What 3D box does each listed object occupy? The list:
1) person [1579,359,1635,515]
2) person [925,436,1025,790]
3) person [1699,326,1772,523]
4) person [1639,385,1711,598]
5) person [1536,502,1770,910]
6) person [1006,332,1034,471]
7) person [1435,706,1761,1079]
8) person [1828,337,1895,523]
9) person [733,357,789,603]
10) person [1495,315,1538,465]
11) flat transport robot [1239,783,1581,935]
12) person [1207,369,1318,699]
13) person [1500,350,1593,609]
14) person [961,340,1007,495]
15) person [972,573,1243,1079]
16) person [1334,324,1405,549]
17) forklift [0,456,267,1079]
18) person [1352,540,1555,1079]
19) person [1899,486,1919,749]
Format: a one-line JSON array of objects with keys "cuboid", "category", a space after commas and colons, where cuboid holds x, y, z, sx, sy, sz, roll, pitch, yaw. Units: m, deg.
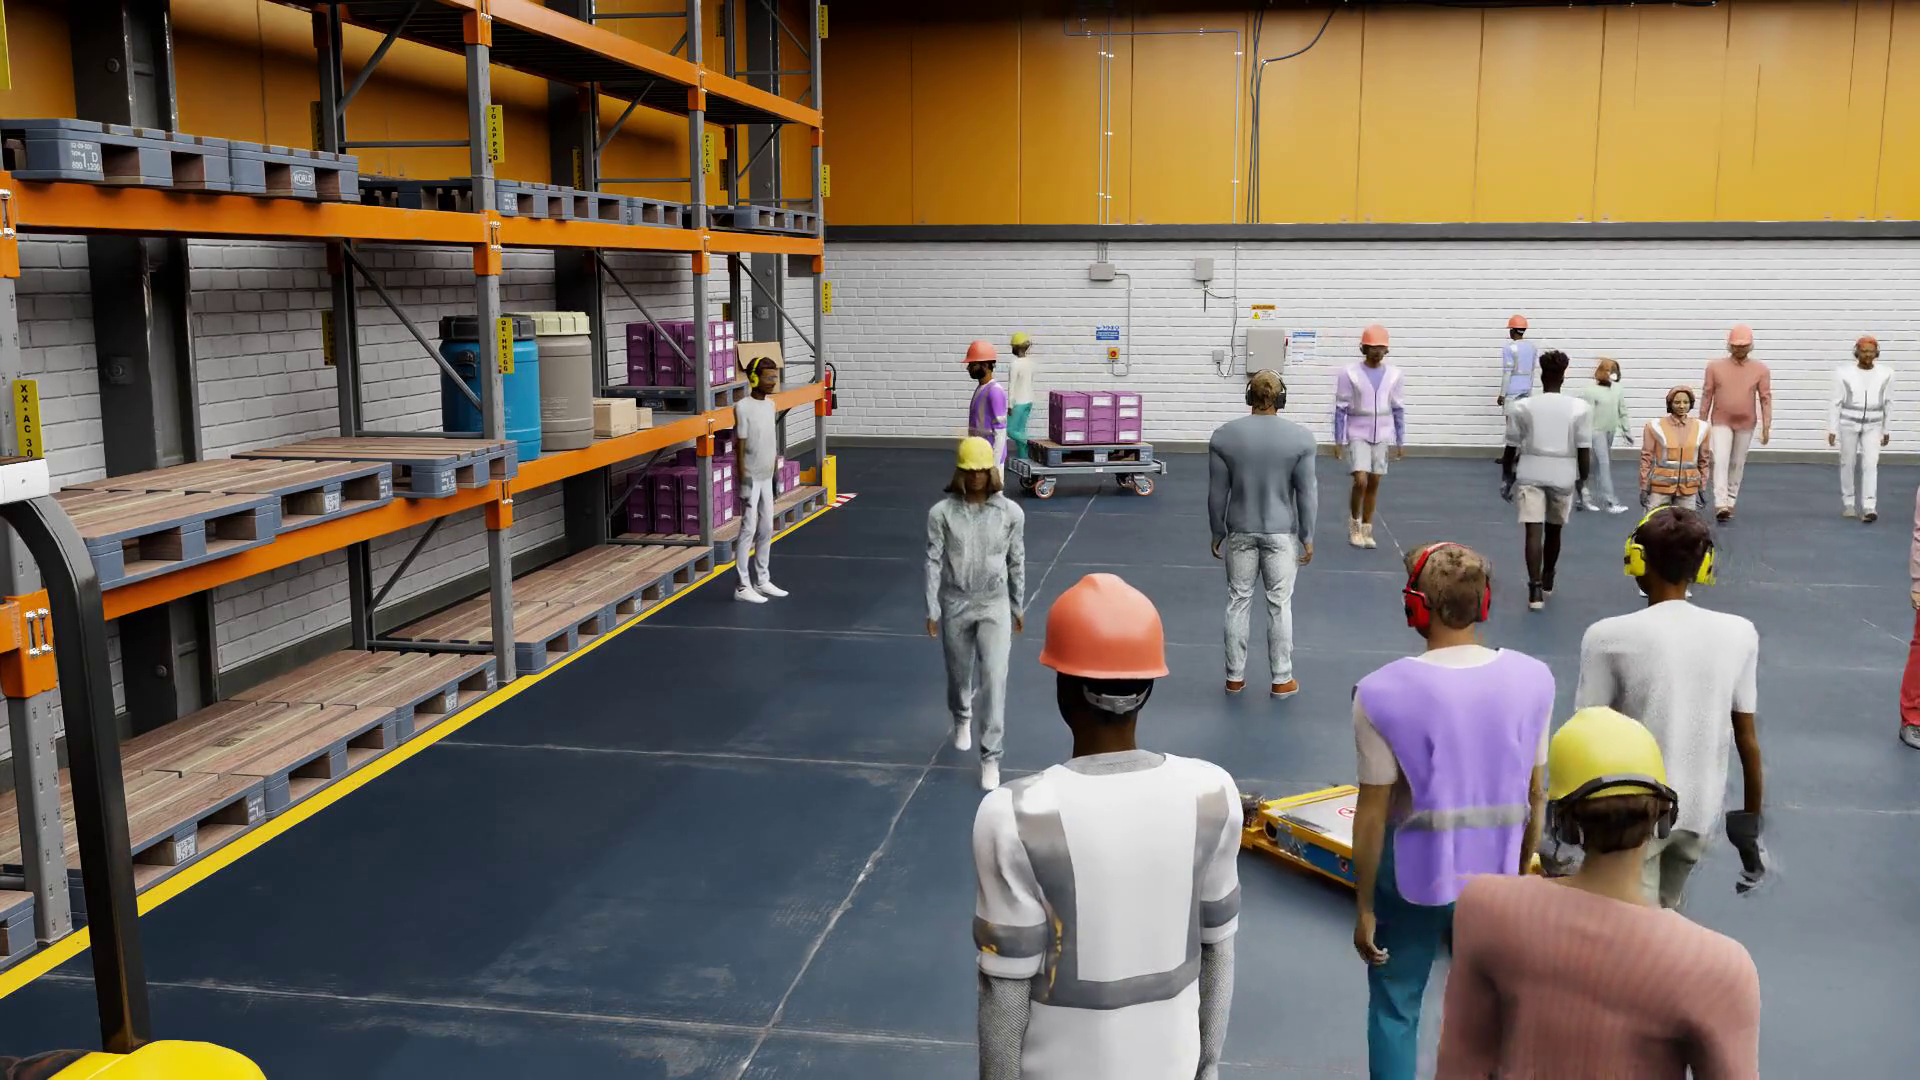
[{"cuboid": [6.697, -1.056, 17.115, 0.519, 1.595, 0.810, -5, 10, -28], "category": "person"}, {"cuboid": [0.074, 0.313, 8.355, 0.493, 1.711, 0.847, 0, 9, 1], "category": "person"}, {"cuboid": [7.722, -1.139, 16.547, 0.651, 1.943, 0.993, 3, 10, 18], "category": "person"}, {"cuboid": [5.469, -0.368, 12.750, 0.516, 1.640, 0.314, 1, 9, 7], "category": "person"}, {"cuboid": [1.999, 0.814, 4.846, 0.592, 1.837, 0.662, -1, 9, -3], "category": "person"}, {"cuboid": [0.786, -1.696, 20.594, 0.488, 1.748, 0.537, 6, 11, 32], "category": "person"}, {"cuboid": [1.122, 1.167, 2.966, 0.573, 1.741, 0.404, 8, 12, 40], "category": "person"}, {"cuboid": [9.016, -1.100, 16.645, 0.596, 1.833, 0.961, 3, 10, 19], "category": "person"}, {"cuboid": [-1.530, -0.457, 12.638, 0.321, 1.860, 0.518, 5, 10, 28], "category": "person"}, {"cuboid": [7.184, -1.939, 21.521, 0.542, 1.939, 0.362, -5, 10, -27], "category": "person"}, {"cuboid": [1.785, 1.273, 6.838, 0.652, 0.197, 1.431, -5, 11, -30], "category": "flat transport robot"}, {"cuboid": [1.771, -0.032, 9.756, 0.635, 1.939, 0.361, 3, 10, 19], "category": "person"}, {"cuboid": [4.405, -0.466, 12.524, 0.622, 1.913, 0.998, 3, 10, 16], "category": "person"}, {"cuboid": [0.193, -0.681, 13.769, 0.374, 1.935, 0.552, -3, 10, -15], "category": "person"}, {"cuboid": [0.268, 1.025, 3.244, 0.545, 1.938, 0.359, -3, 10, -21], "category": "person"}, {"cuboid": [3.694, -0.911, 14.891, 0.635, 2.029, 0.524, -1, 9, -9], "category": "person"}, {"cuboid": [-2.328, 0.975, 2.765, 2.313, 2.155, 1.214, 1, 9, 9], "category": "forklift"}, {"cuboid": [1.290, 0.916, 4.314, 0.570, 1.819, 0.787, -2, 9, -12], "category": "person"}, {"cuboid": [5.232, 0.227, 8.700, 0.532, 1.765, 0.323, -1, 9, -5], "category": "person"}]
